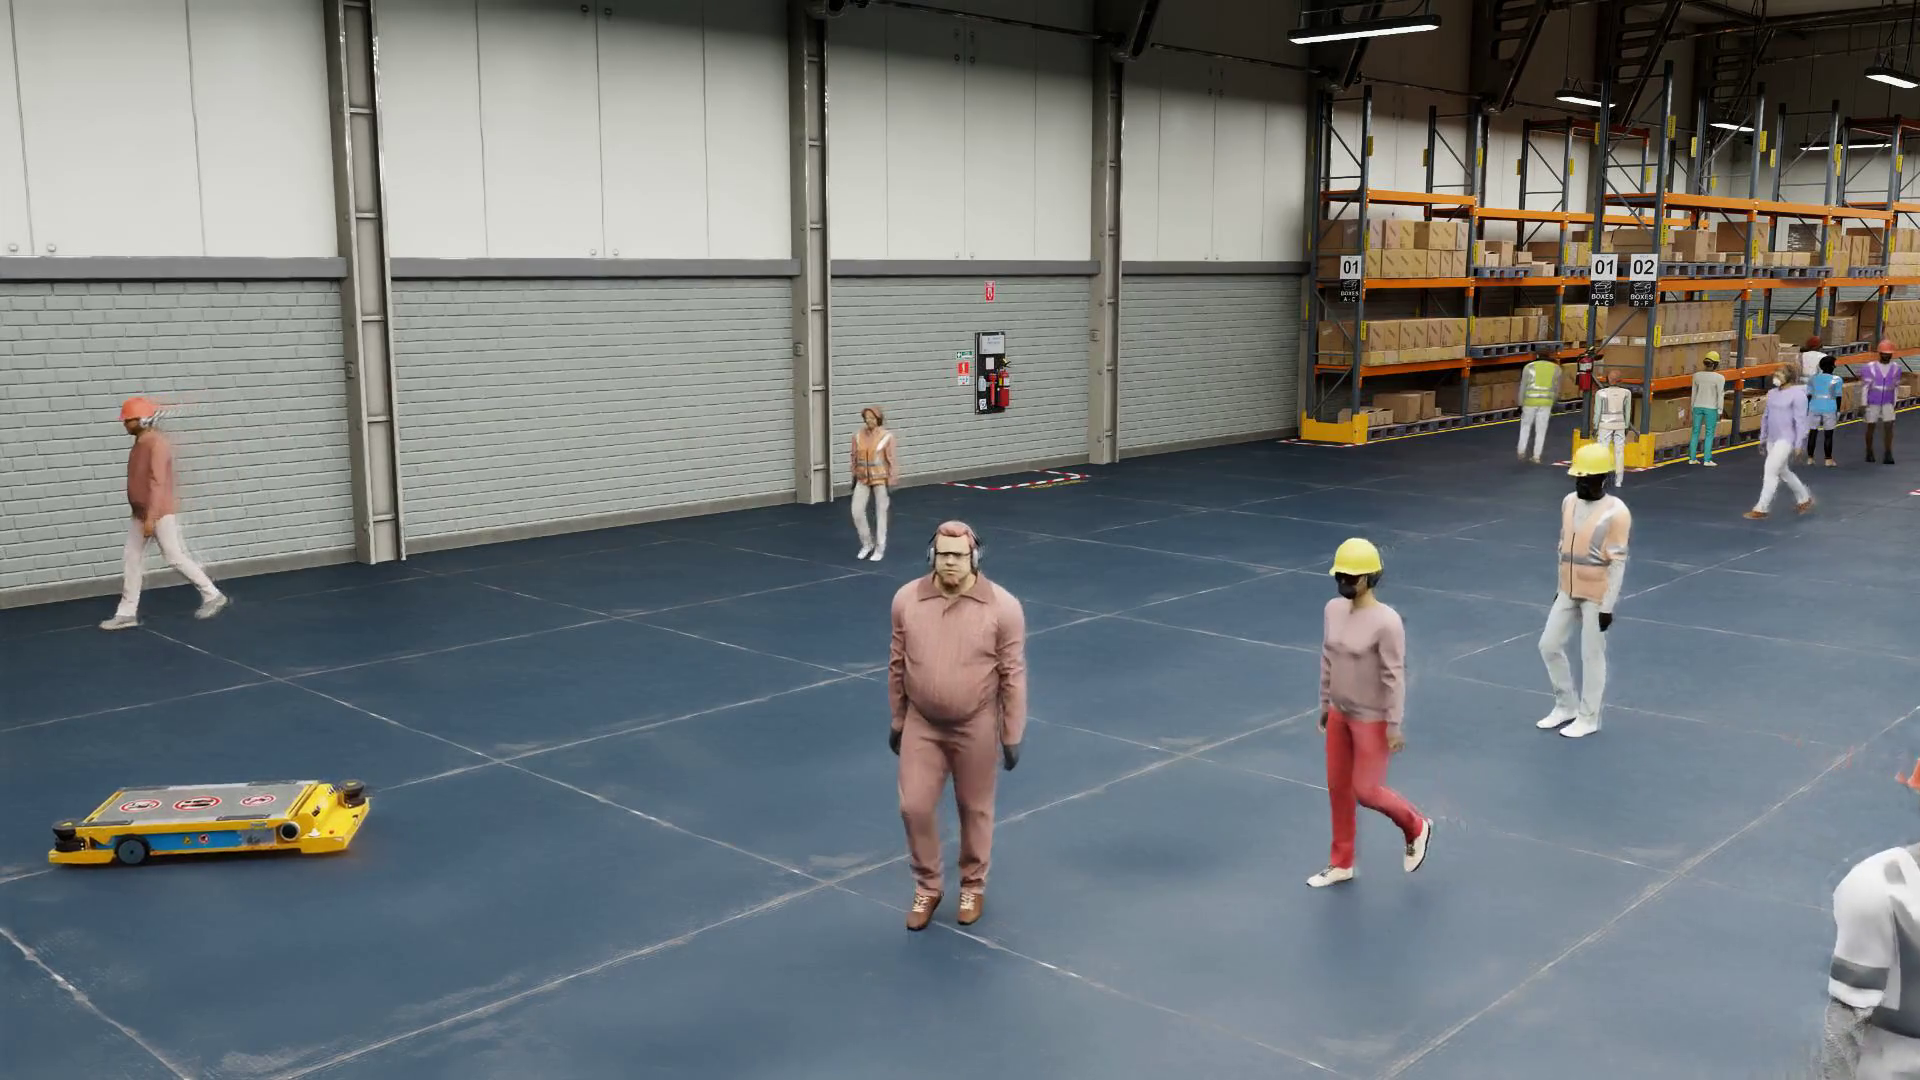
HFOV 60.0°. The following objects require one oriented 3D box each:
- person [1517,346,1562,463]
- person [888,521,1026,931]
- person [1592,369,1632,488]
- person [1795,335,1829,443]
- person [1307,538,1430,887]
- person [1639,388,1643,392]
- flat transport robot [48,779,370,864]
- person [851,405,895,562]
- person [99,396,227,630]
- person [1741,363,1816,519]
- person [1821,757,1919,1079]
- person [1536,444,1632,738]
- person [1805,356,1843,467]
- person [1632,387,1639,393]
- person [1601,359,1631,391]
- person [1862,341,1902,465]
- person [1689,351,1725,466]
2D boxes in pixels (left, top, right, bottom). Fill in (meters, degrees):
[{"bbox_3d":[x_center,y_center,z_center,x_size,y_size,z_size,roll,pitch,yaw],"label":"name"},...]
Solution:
[{"bbox_3d":[9.027,-2.113,25.992,0.656,1.806,0.750,1,9,7],"label":"person"},{"bbox_3d":[-0.034,0.856,7.583,0.670,1.892,0.610,2,10,14],"label":"person"},{"bbox_3d":[8.943,-1.520,22.837,0.514,1.641,0.308,0,9,-2],"label":"person"},{"bbox_3d":[14.730,-2.605,28.757,0.580,1.861,0.579,9,13,43],"label":"person"},{"bbox_3d":[2.000,0.843,8.114,0.546,1.755,0.536,-5,10,-26],"label":"person"},{"bbox_3d":[14.698,-3.718,35.613,0.567,1.859,0.882,6,11,31],"label":"person"},{"bbox_3d":[-3.922,1.472,8.762,1.431,0.197,0.652,-1,9,-8],"label":"flat transport robot"},{"bbox_3d":[-0.907,-0.580,17.130,0.546,1.621,0.396,4,10,24],"label":"person"},{"bbox_3d":[-6.810,-0.247,14.119,0.605,1.963,0.967,8,12,40],"label":"person"},{"bbox_3d":[9.968,-1.194,20.078,0.959,1.904,0.643,-1,9,-8],"label":"person"},{"bbox_3d":[2.460,1.383,4.342,0.553,1.914,0.828,-2,9,-11],"label":"person"},{"bbox_3d":[3.975,0.337,10.667,0.502,1.912,0.623,-4,10,-21],"label":"person"},{"bbox_3d":[13.133,-1.954,25.300,0.322,1.699,0.535,-8,12,-39],"label":"person"},{"bbox_3d":[13.545,-3.249,32.996,0.533,1.768,0.311,9,13,42],"label":"person"},{"bbox_3d":[11.294,-2.576,28.734,0.507,1.822,0.878,9,13,43],"label":"person"},{"bbox_3d":[14.224,-2.114,25.668,0.561,1.898,0.881,3,10,15],"label":"person"},{"bbox_3d":[11.428,-2.005,25.438,0.339,1.757,0.518,-7,12,-37],"label":"person"}]
